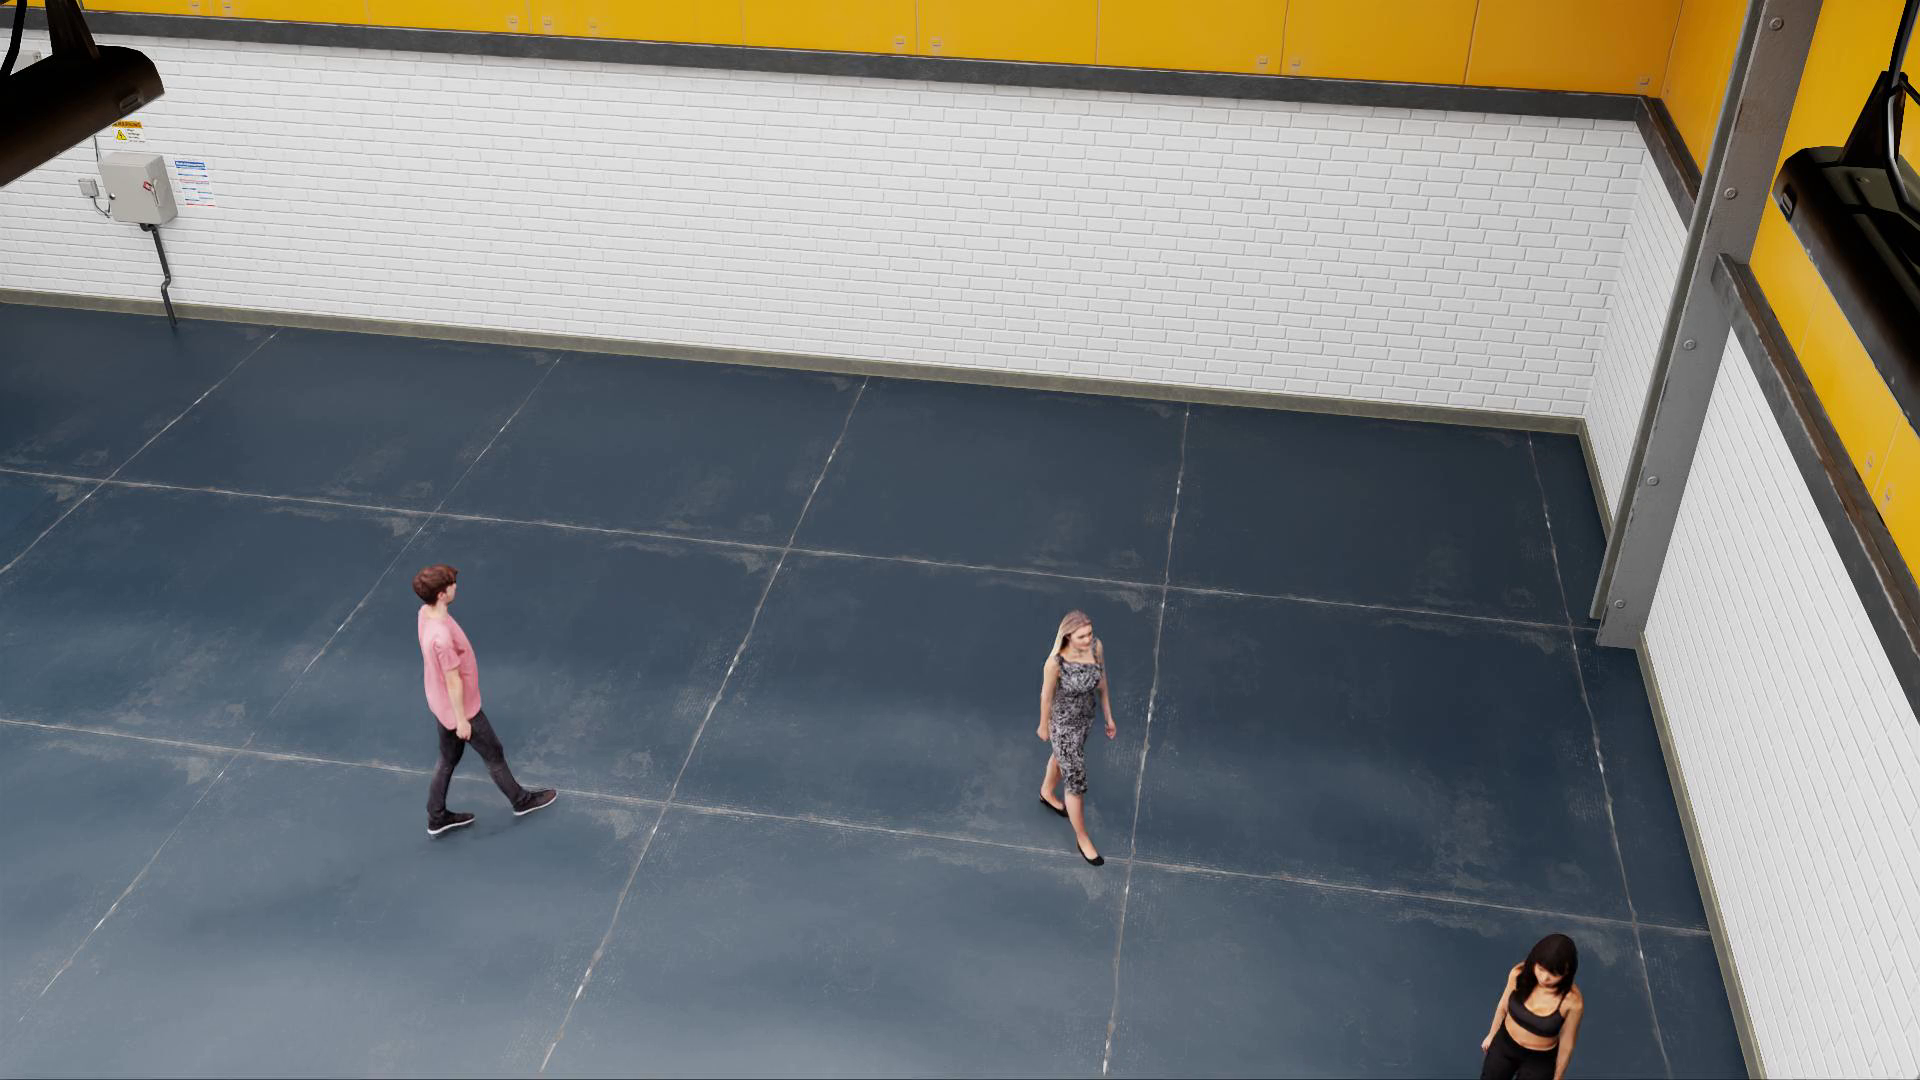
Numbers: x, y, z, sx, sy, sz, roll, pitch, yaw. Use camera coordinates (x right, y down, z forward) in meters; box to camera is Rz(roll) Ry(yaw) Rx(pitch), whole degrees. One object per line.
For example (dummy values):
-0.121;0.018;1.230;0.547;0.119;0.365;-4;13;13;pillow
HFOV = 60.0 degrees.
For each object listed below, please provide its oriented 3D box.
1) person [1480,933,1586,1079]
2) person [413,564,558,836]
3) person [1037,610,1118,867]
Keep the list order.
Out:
2.802;2.462;8.137;0.720;1.638;0.783;25;41;32;person
-3.128;1.015;10.049;1.124;1.930;1.072;-20;39;-27;person
0.624;1.076;10.191;0.979;1.672;1.010;-25;41;-32;person
